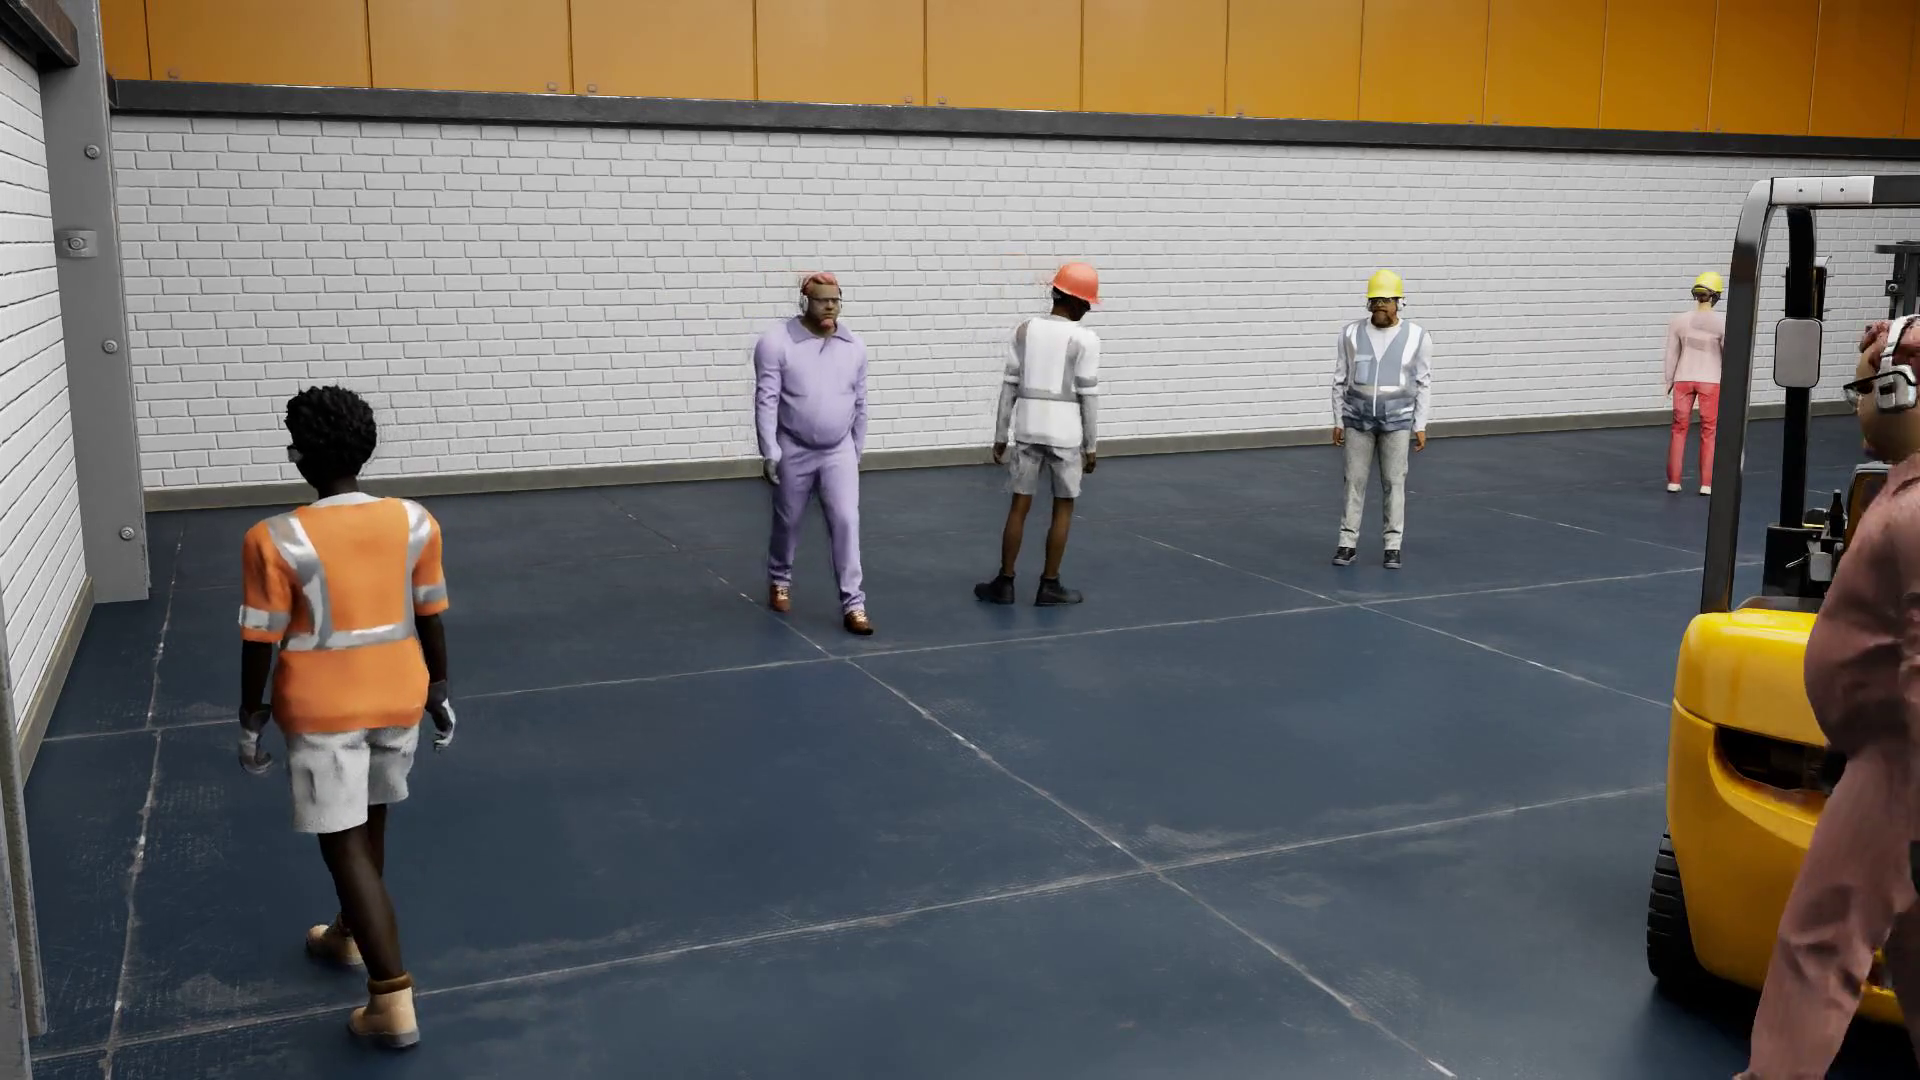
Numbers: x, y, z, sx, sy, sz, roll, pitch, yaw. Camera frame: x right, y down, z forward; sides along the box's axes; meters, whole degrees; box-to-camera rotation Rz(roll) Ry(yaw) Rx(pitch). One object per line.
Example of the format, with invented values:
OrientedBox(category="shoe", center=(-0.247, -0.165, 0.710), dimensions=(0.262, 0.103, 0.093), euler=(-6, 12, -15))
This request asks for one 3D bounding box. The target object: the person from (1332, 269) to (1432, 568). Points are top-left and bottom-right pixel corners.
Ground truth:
OrientedBox(category="person", center=(2.579, -0.738, 10.239), dimensions=(0.588, 1.835, 0.404), euler=(4, 11, 21))

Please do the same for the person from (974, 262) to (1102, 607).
OrientedBox(category="person", center=(0.424, -0.569, 9.180), dimensions=(0.753, 1.896, 0.396), euler=(5, 12, 27))

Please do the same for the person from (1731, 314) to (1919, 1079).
OrientedBox(category="person", center=(1.880, 0.477, 3.478), dimensions=(0.804, 1.865, 0.707), euler=(7, 12, 33))

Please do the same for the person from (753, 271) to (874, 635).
OrientedBox(category="person", center=(-0.783, -0.479, 8.764), dimensions=(0.653, 1.861, 0.998), euler=(-4, 11, -21))

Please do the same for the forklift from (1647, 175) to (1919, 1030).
OrientedBox(category="forklift", center=(2.810, 0.094, 4.662), dimensions=(1.214, 2.155, 2.313), euler=(7, 12, 34))

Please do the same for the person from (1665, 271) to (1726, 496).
OrientedBox(category="person", center=(5.854, -1.234, 13.162), dimensions=(0.533, 1.767, 0.326), euler=(9, 14, 40))

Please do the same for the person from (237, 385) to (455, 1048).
OrientedBox(category="person", center=(-1.597, 0.428, 4.307), dimensions=(0.788, 1.659, 0.544), euler=(8, 13, 39))
